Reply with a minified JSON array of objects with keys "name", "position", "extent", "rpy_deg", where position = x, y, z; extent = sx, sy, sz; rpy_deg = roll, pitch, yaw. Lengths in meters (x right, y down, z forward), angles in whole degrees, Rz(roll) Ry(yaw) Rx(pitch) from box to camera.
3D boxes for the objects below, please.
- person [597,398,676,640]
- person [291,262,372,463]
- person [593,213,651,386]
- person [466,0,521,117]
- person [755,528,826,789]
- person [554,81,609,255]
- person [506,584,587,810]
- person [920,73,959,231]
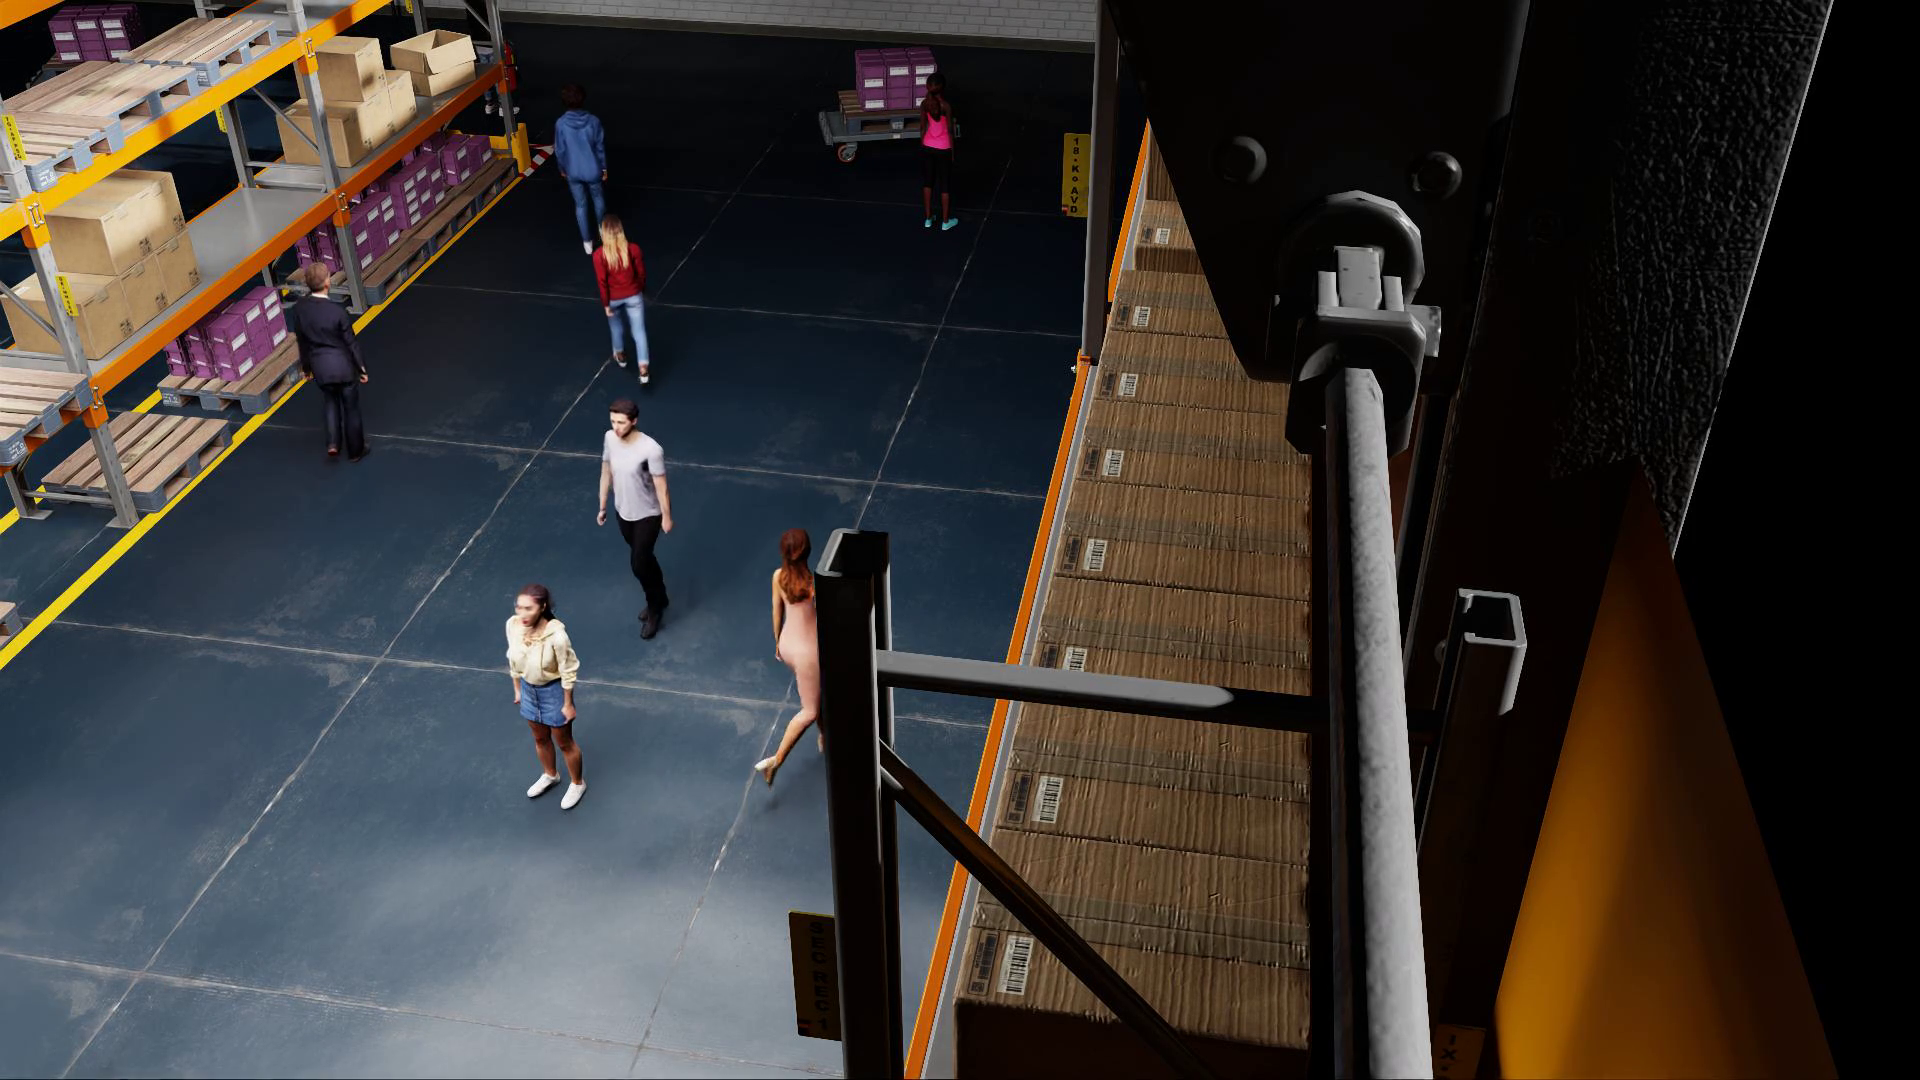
[{"name":"person","position":[-2.254,-0.234,11.988],"extent":[0.817,1.851,0.850],"rpy_deg":[21,39,28]},{"name":"person","position":[-5.244,-1.416,13.812],"extent":[0.716,1.799,0.702],"rpy_deg":[4,34,5]},{"name":"person","position":[-3.030,-2.155,15.105],"extent":[0.919,1.598,1.169],"rpy_deg":[-9,35,-13]},{"name":"person","position":[-6.012,-6.337,21.207],"extent":[0.777,1.810,0.740],"rpy_deg":[19,38,27]},{"name":"person","position":[-1.042,0.774,10.511],"extent":[0.878,1.806,1.149],"rpy_deg":[21,39,28]},{"name":"person","position":[-3.970,-3.884,17.542],"extent":[0.907,1.781,1.105],"rpy_deg":[-5,34,-7]},{"name":"person","position":[-2.585,0.958,10.393],"extent":[0.699,1.631,0.650],"rpy_deg":[15,36,21]},{"name":"person","position":[-0.253,-4.242,18.134],"extent":[0.623,1.722,0.636],"rpy_deg":[17,37,23]}]
